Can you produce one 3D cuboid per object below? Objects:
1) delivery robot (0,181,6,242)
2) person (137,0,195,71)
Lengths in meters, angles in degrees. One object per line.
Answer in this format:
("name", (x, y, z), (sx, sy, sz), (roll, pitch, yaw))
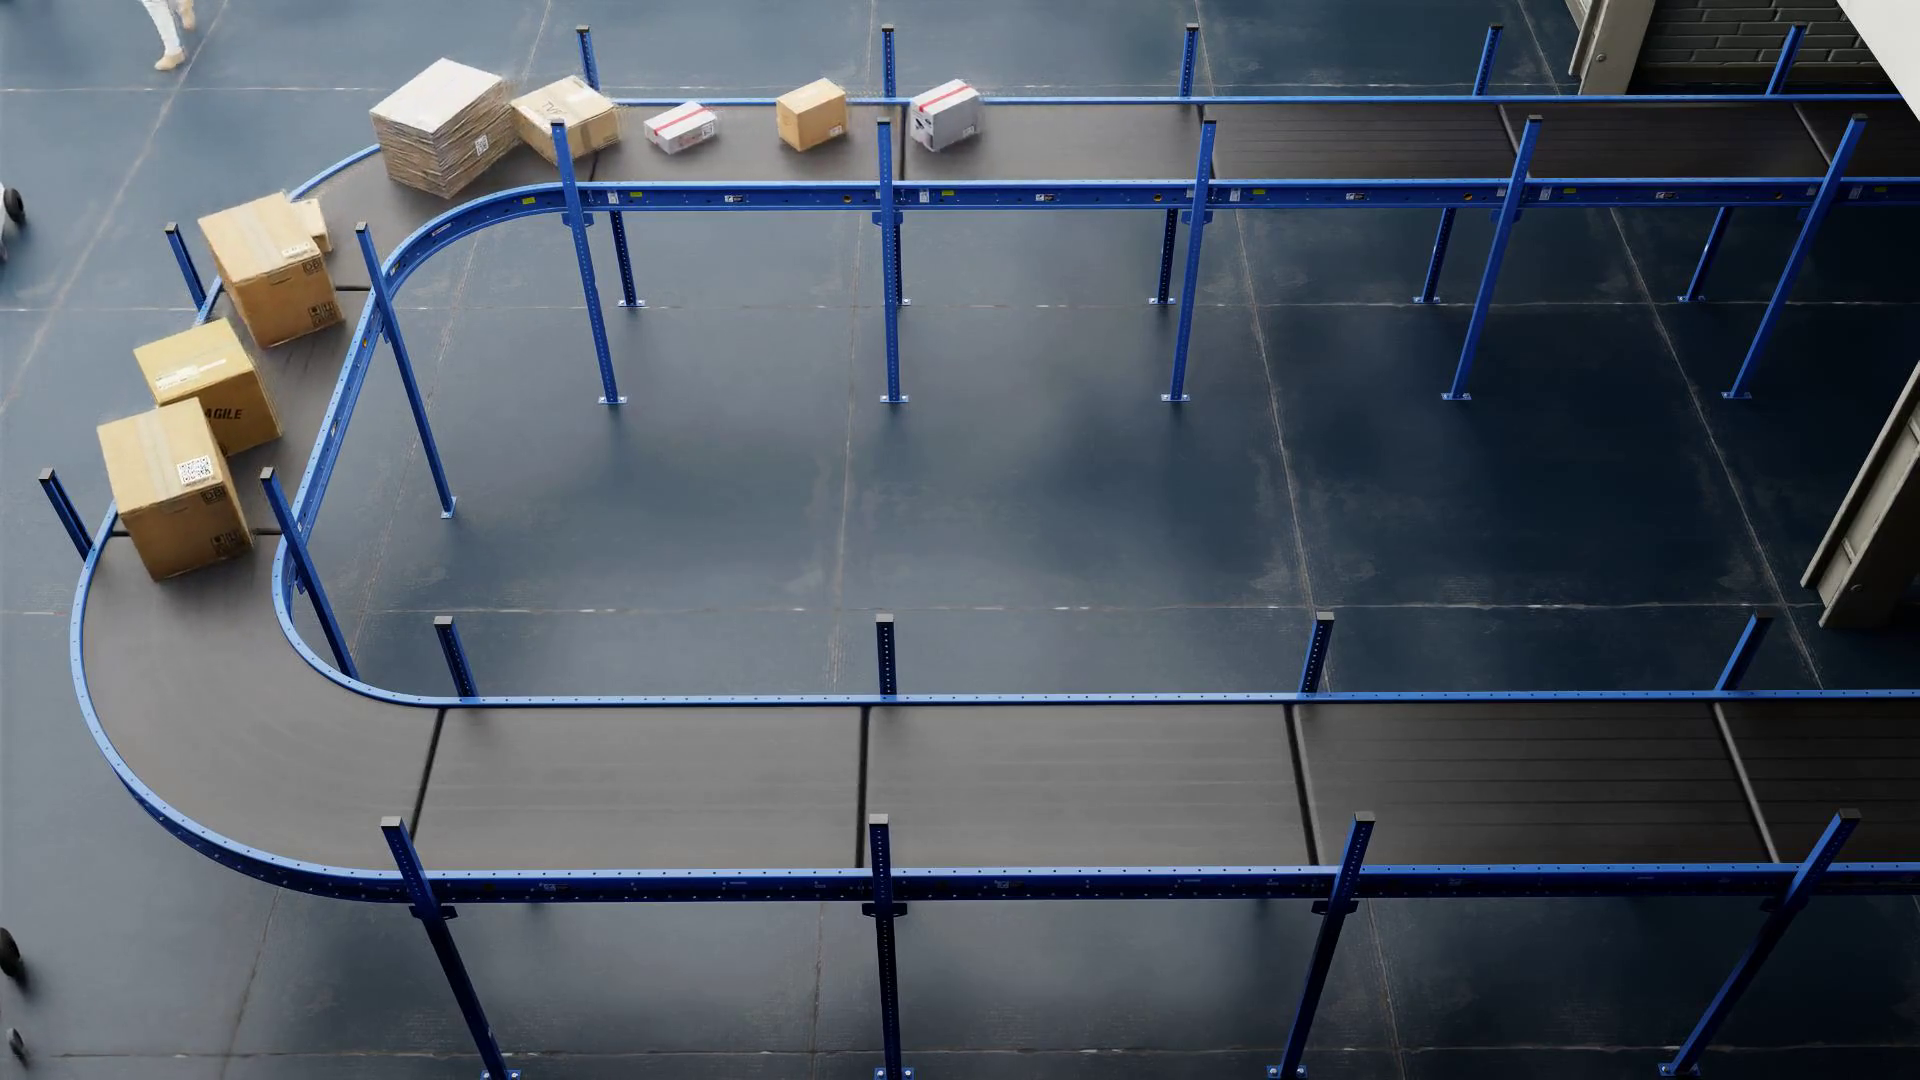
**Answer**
("delivery robot", (-7.590, -2.549, 13.229), (0.477, 0.478, 0.707), (-11, 48, -11))
("person", (-7.029, -5.055, 14.773), (0.648, 1.799, 0.738), (23, 51, 20))
